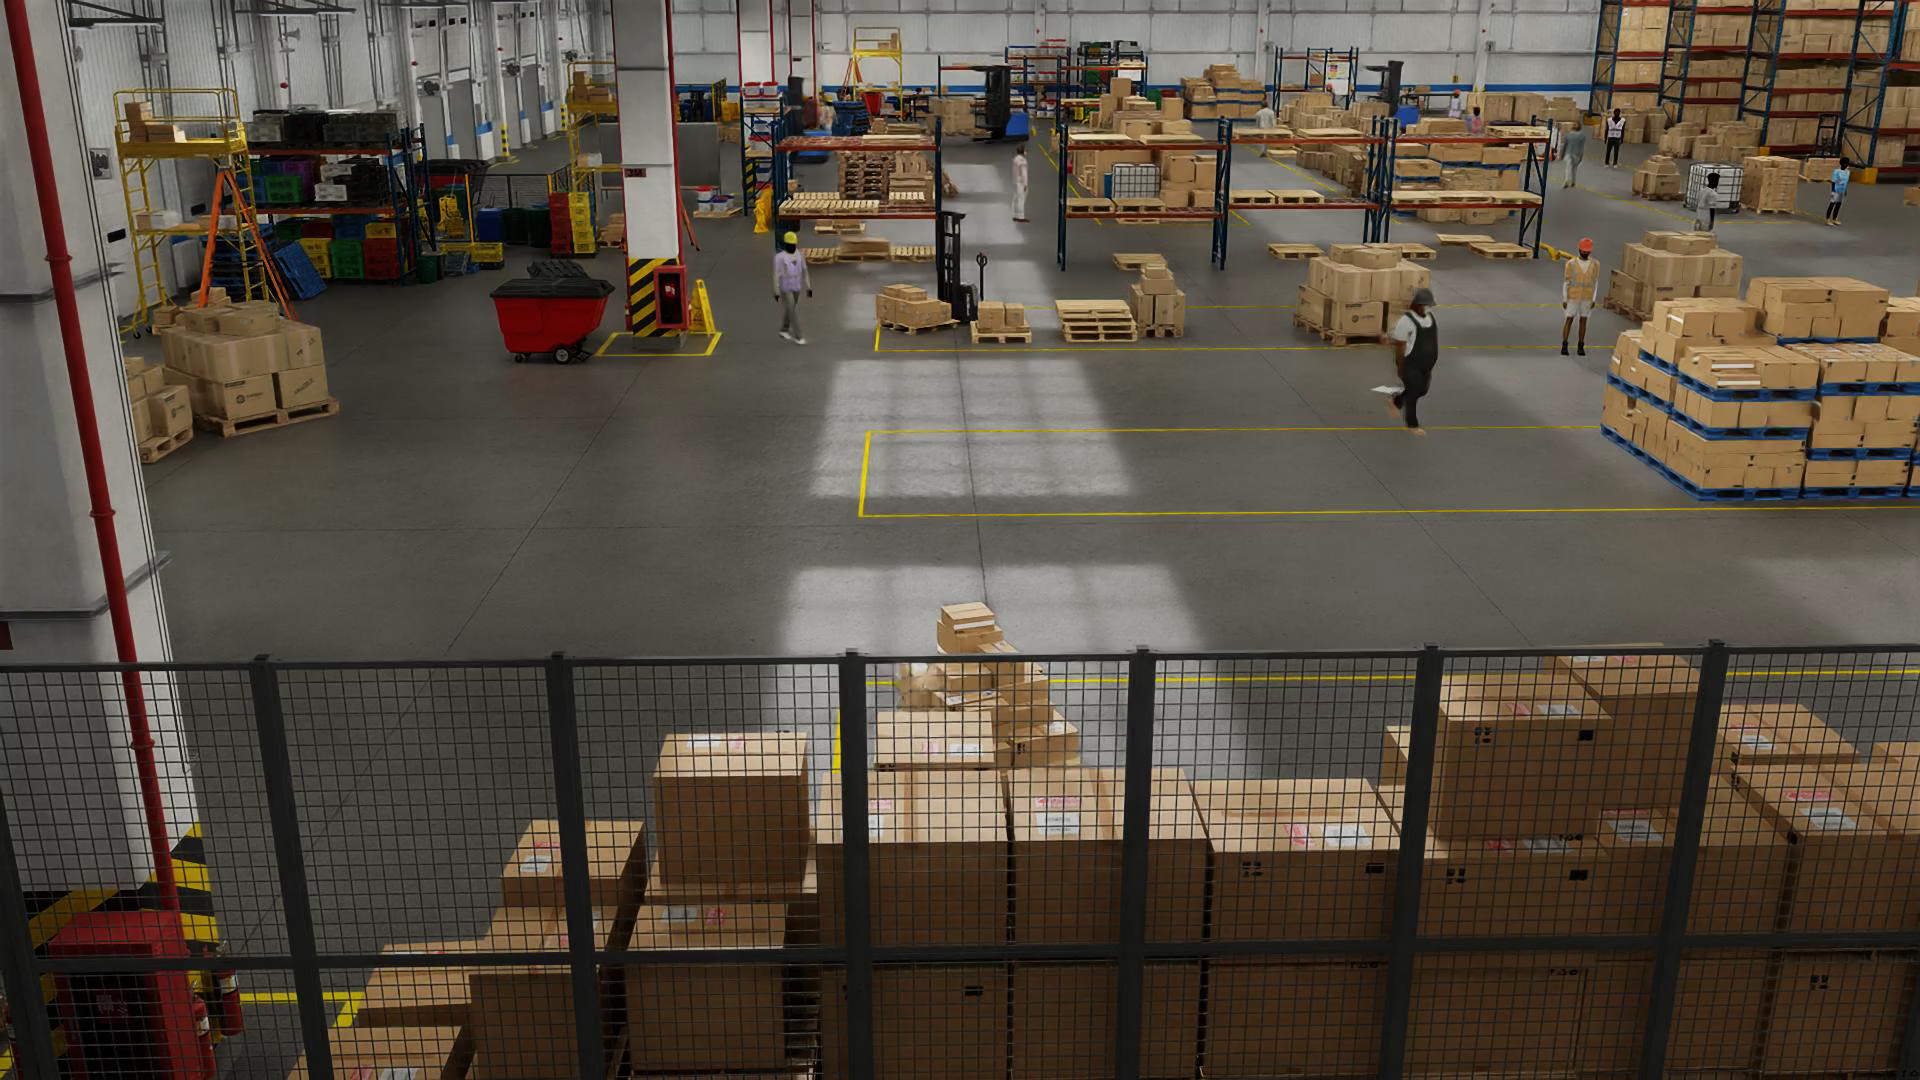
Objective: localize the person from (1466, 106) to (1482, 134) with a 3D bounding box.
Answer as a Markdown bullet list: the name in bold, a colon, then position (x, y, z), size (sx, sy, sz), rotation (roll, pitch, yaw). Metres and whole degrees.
- **person**: position (17.388, -13.778, 56.366), size (0.636, 1.825, 0.549), rotation (-7, 20, -20)

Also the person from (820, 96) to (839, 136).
- **person**: position (-4.671, -15.105, 60.224), size (0.951, 1.865, 0.728), rotation (15, 24, 37)

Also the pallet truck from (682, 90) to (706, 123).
- **pallet truck**: position (-9.671, -15.907, 62.421), size (0.823, 1.965, 1.885), rotation (5, 19, 15)

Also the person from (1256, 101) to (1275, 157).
- **person**: position (10.578, -14.233, 57.663), size (0.666, 1.881, 0.971), rotation (2, 19, 7)

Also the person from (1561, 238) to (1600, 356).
- **person**: position (10.094, -3.955, 27.080), size (0.540, 1.929, 0.390), rotation (2, 19, 5)

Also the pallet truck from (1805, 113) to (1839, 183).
- **pallet truck**: position (26.403, -11.957, 50.702), size (0.823, 1.965, 1.885), rotation (6, 19, 16)

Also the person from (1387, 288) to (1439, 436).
- **person**: position (6.099, -2.457, 22.453), size (0.701, 2.000, 0.747), rotation (-14, 23, -35)

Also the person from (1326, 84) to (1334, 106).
- **person**: position (14.517, -17.062, 65.889), size (0.814, 1.960, 0.644), rotation (8, 20, 22)

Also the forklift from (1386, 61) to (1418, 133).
- **forklift**: position (17.177, -17.556, 65.953), size (1.873, 2.768, 1.129), rotation (-1, 19, -2)

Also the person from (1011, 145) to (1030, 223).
- **person**: position (1.502, -9.005, 42.103), size (0.352, 1.929, 0.671), rotation (-9, 21, -26)

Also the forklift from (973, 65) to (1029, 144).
- **forklift**: position (1.583, -16.372, 62.441), size (1.873, 2.768, 1.129), rotation (-10, 21, -26)

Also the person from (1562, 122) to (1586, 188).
- **person**: position (18.078, -11.345, 49.052), size (0.635, 1.905, 0.989), rotation (8, 20, 22)

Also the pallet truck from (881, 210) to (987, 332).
- **pallet truck**: position (-0.493, -4.759, 29.349), size (1.885, 1.965, 0.823), rotation (-13, 23, -34)

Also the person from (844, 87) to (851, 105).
- **person**: position (-4.611, -17.685, 68.158), size (0.318, 1.698, 0.534), rotation (-7, 20, -19)

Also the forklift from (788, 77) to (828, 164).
- **forklift**: position (-5.414, -13.916, 55.155), size (1.873, 2.768, 1.129), rotation (-6, 19, -16)

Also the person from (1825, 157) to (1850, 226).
- **person**: position (21.921, -8.690, 41.472), size (0.538, 1.695, 0.320), rotation (-8, 20, -22)

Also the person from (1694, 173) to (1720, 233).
- **person**: position (16.090, -6.938, 35.886), size (0.388, 1.957, 0.606), rotation (-2, 19, -6)

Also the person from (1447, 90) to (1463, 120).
- **person**: position (18.917, -16.248, 63.610), size (0.561, 1.884, 0.980), rotation (8, 20, 23)

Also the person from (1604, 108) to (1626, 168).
- **person**: position (21.341, -13.107, 54.257), size (0.591, 1.911, 0.389), rotation (7, 20, 19)

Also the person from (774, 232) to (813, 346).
- **person**: position (-2.837, -4.261, 28.073), size (0.599, 1.881, 0.985), rotation (-16, 24, -39)
